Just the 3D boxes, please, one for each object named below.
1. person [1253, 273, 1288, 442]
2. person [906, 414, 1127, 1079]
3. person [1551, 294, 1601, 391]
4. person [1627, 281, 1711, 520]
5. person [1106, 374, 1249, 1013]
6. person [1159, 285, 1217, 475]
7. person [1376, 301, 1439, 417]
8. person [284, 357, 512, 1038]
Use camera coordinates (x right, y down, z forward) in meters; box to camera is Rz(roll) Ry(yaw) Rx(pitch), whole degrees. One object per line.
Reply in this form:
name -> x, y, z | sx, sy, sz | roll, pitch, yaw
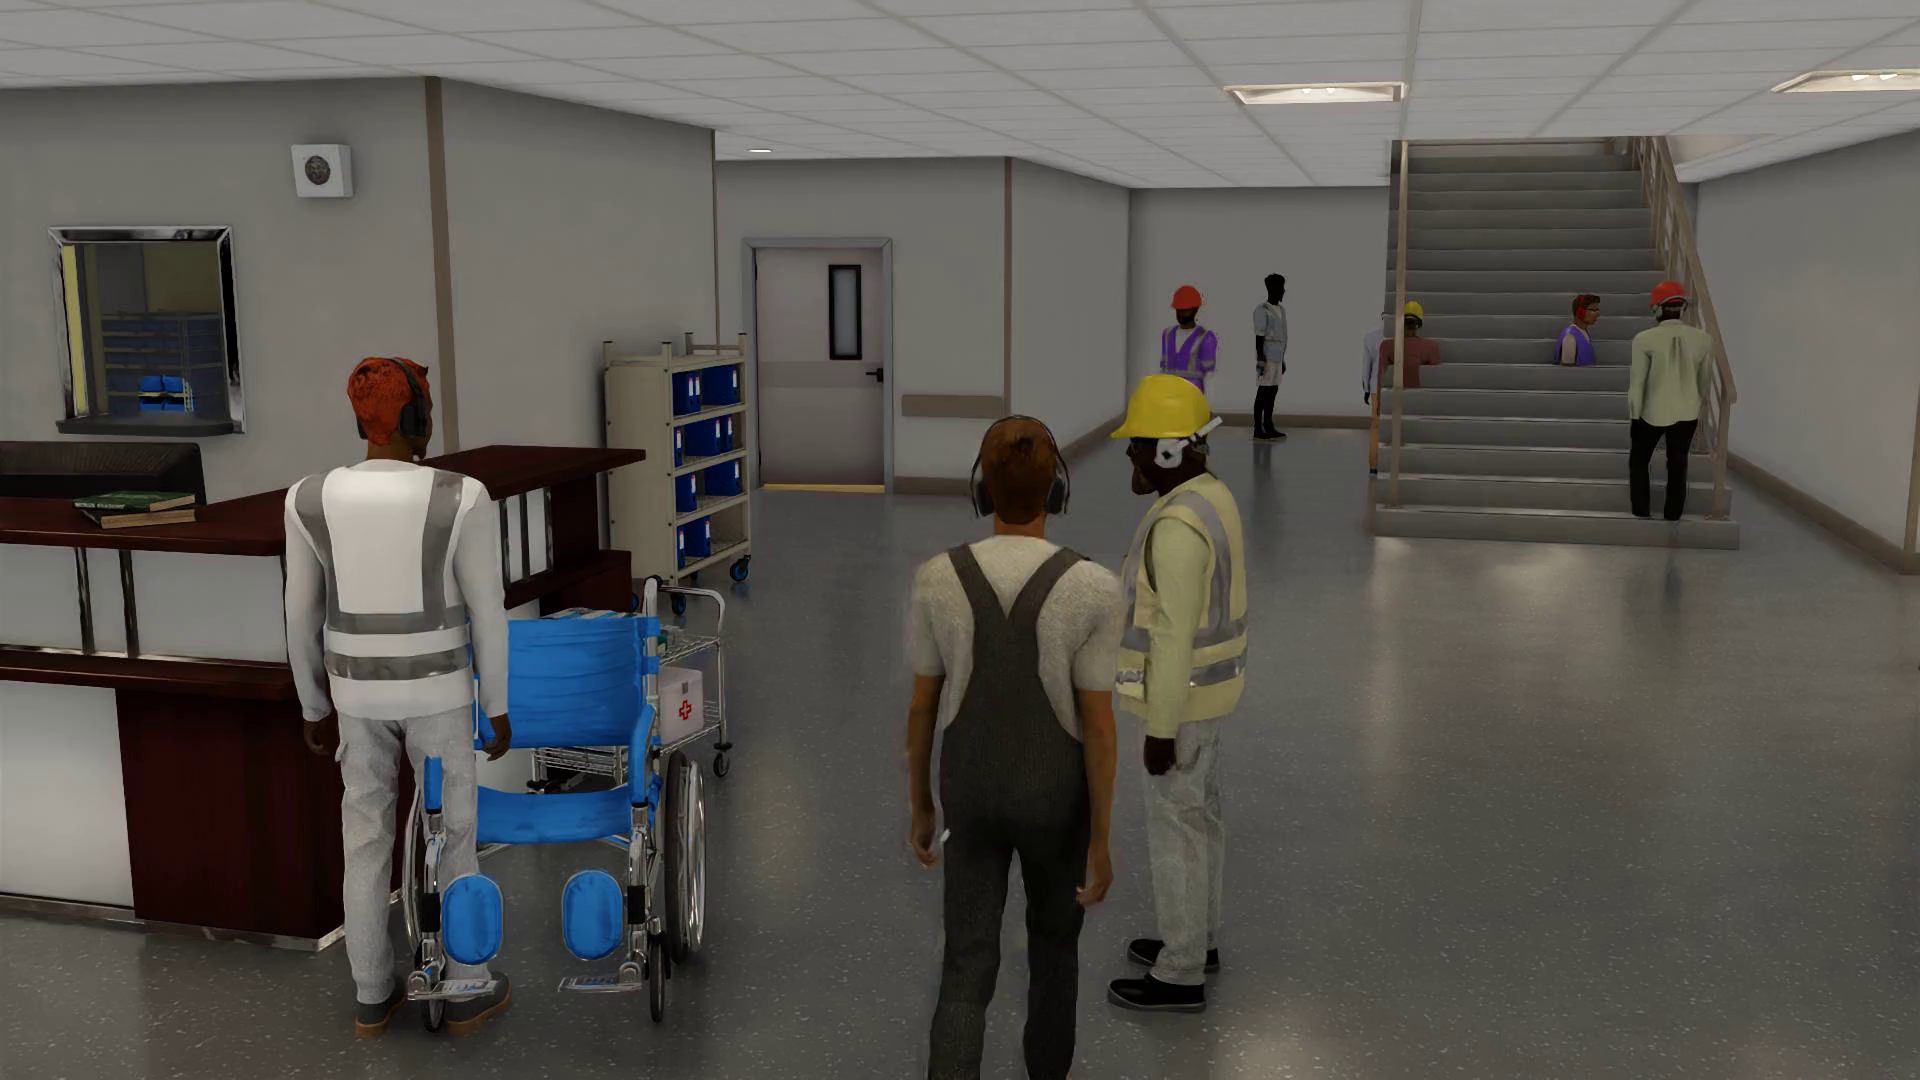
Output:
person -> 3.661, -2.145, 19.555 | 0.361, 1.964, 0.617 | 7, 12, 36
person -> 0.106, 0.622, 3.764 | 0.519, 1.807, 0.960 | 2, 10, 14
person -> 5.369, -1.237, 14.619 | 0.394, 1.836, 0.561 | 6, 11, 31
person -> 5.277, -0.947, 12.475 | 0.628, 1.966, 0.635 | 1, 10, 3
person -> 0.617, 0.437, 4.793 | 0.403, 1.824, 0.597 | 3, 10, 16
person -> 1.935, -1.199, 14.128 | 0.569, 1.919, 0.575 | -8, 13, -40
person -> 3.944, -1.214, 14.676 | 0.535, 1.767, 0.315 | 2, 10, 11
person -> -1.527, 0.440, 4.580 | 0.586, 1.881, 0.340 | 0, 10, -1
